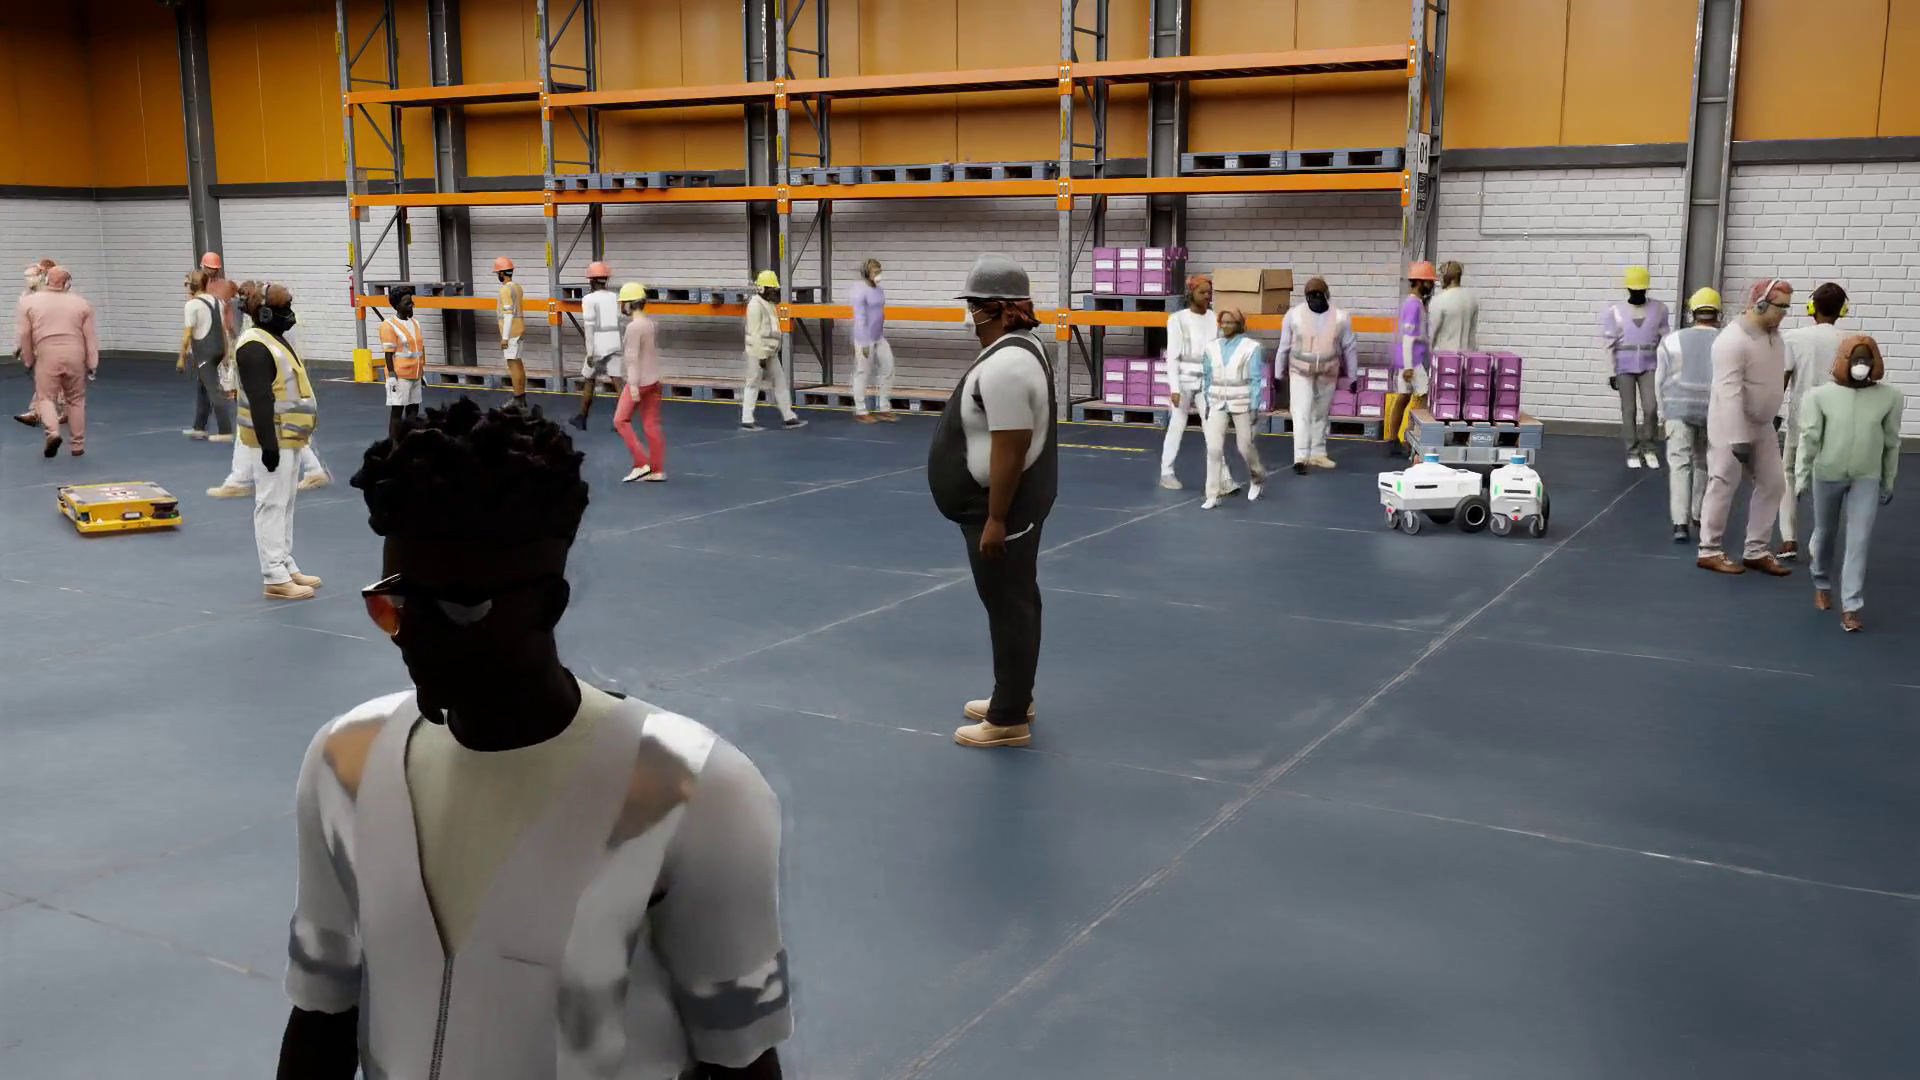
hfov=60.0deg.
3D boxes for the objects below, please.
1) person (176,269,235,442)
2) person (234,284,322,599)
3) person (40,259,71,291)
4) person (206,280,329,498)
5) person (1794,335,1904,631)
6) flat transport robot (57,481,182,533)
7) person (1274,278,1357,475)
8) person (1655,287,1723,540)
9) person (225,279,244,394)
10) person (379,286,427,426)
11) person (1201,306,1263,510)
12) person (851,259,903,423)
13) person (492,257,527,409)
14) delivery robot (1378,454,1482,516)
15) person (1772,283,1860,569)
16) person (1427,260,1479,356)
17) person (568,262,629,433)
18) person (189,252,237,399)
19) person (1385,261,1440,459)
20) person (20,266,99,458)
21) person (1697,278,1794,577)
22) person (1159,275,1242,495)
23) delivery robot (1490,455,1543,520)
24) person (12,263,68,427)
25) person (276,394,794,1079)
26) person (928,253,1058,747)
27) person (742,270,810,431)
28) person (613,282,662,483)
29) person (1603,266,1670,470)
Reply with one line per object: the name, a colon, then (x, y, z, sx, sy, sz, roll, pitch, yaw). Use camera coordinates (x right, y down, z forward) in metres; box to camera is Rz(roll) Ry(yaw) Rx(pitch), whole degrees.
person: (-8.057, -1.932, 17.554, 0.828, 1.812, 0.536, 2, 10, 11)
person: (-4.024, -0.581, 9.847, 0.430, 1.845, 0.619, -2, 10, -11)
person: (-14.104, -3.420, 25.874, 0.579, 1.868, 0.571, -5, 11, -27)
person: (-5.795, -1.265, 13.883, 0.969, 1.798, 0.626, -5, 11, -26)
person: (4.891, -0.338, 9.191, 0.518, 1.591, 0.865, 4, 11, 21)
flat transport robot: (-6.339, -0.265, 12.504, 0.652, 0.197, 1.431, -7, 12, -34)
person: (3.266, -1.495, 15.203, 0.721, 1.764, 1.006, 1, 10, 4)
person: (5.231, -0.895, 11.813, 0.573, 1.783, 0.908, 4, 11, 20)
person: (-10.213, -2.840, 23.263, 0.347, 1.620, 0.533, 0, 10, -1)
person: (-5.230, -1.539, 15.683, 0.318, 1.697, 0.535, 3, 11, 18)
person: (2.197, -1.072, 13.298, 0.520, 1.601, 0.806, 6, 12, 32)
person: (-0.955, -2.297, 19.343, 0.714, 1.917, 0.666, 5, 11, 28)
person: (-5.751, -2.632, 21.211, 0.375, 1.931, 0.542, 0, 10, 2)
delivery robot: (3.422, -0.386, 12.119, 0.707, 0.478, 0.477, -2, 10, -13)
person: (5.523, -0.742, 10.805, 0.571, 1.825, 0.667, 3, 11, 19)
person: (4.761, -1.781, 16.394, 0.647, 1.923, 0.477, -8, 13, -37)
person: (-4.017, -2.143, 18.561, 0.979, 1.883, 0.575, 9, 14, 42)
person: (-10.076, -2.881, 22.467, 0.393, 1.985, 0.611, 7, 12, 36)
person: (4.521, -1.722, 16.094, 0.780, 1.913, 0.571, 2, 10, 13)
person: (-8.779, -1.733, 16.276, 0.664, 1.879, 0.626, -7, 12, -33)
person: (4.937, -0.684, 10.358, 0.670, 1.865, 0.678, -7, 12, -35)
person: (1.992, -1.297, 13.947, 0.590, 1.828, 0.962, -4, 11, -23)
delivery robot: (4.017, -0.369, 12.024, 0.477, 0.478, 0.707, 3, 10, 16)
person: (-10.592, -2.222, 19.069, 0.678, 1.856, 0.972, 4, 11, 21)
person: (-0.523, 0.792, 1.886, 0.614, 1.910, 0.980, 5, 11, 24)
person: (0.133, -0.166, 6.935, 0.536, 2.000, 0.676, 2, 10, 10)
person: (-2.084, -2.102, 18.590, 0.844, 1.791, 0.619, 2, 10, 13)
person: (-2.811, -1.363, 14.522, 0.438, 1.750, 0.538, 2, 10, 13)
person: (6.271, -1.589, 15.439, 0.626, 1.889, 0.496, 2, 10, 13)
